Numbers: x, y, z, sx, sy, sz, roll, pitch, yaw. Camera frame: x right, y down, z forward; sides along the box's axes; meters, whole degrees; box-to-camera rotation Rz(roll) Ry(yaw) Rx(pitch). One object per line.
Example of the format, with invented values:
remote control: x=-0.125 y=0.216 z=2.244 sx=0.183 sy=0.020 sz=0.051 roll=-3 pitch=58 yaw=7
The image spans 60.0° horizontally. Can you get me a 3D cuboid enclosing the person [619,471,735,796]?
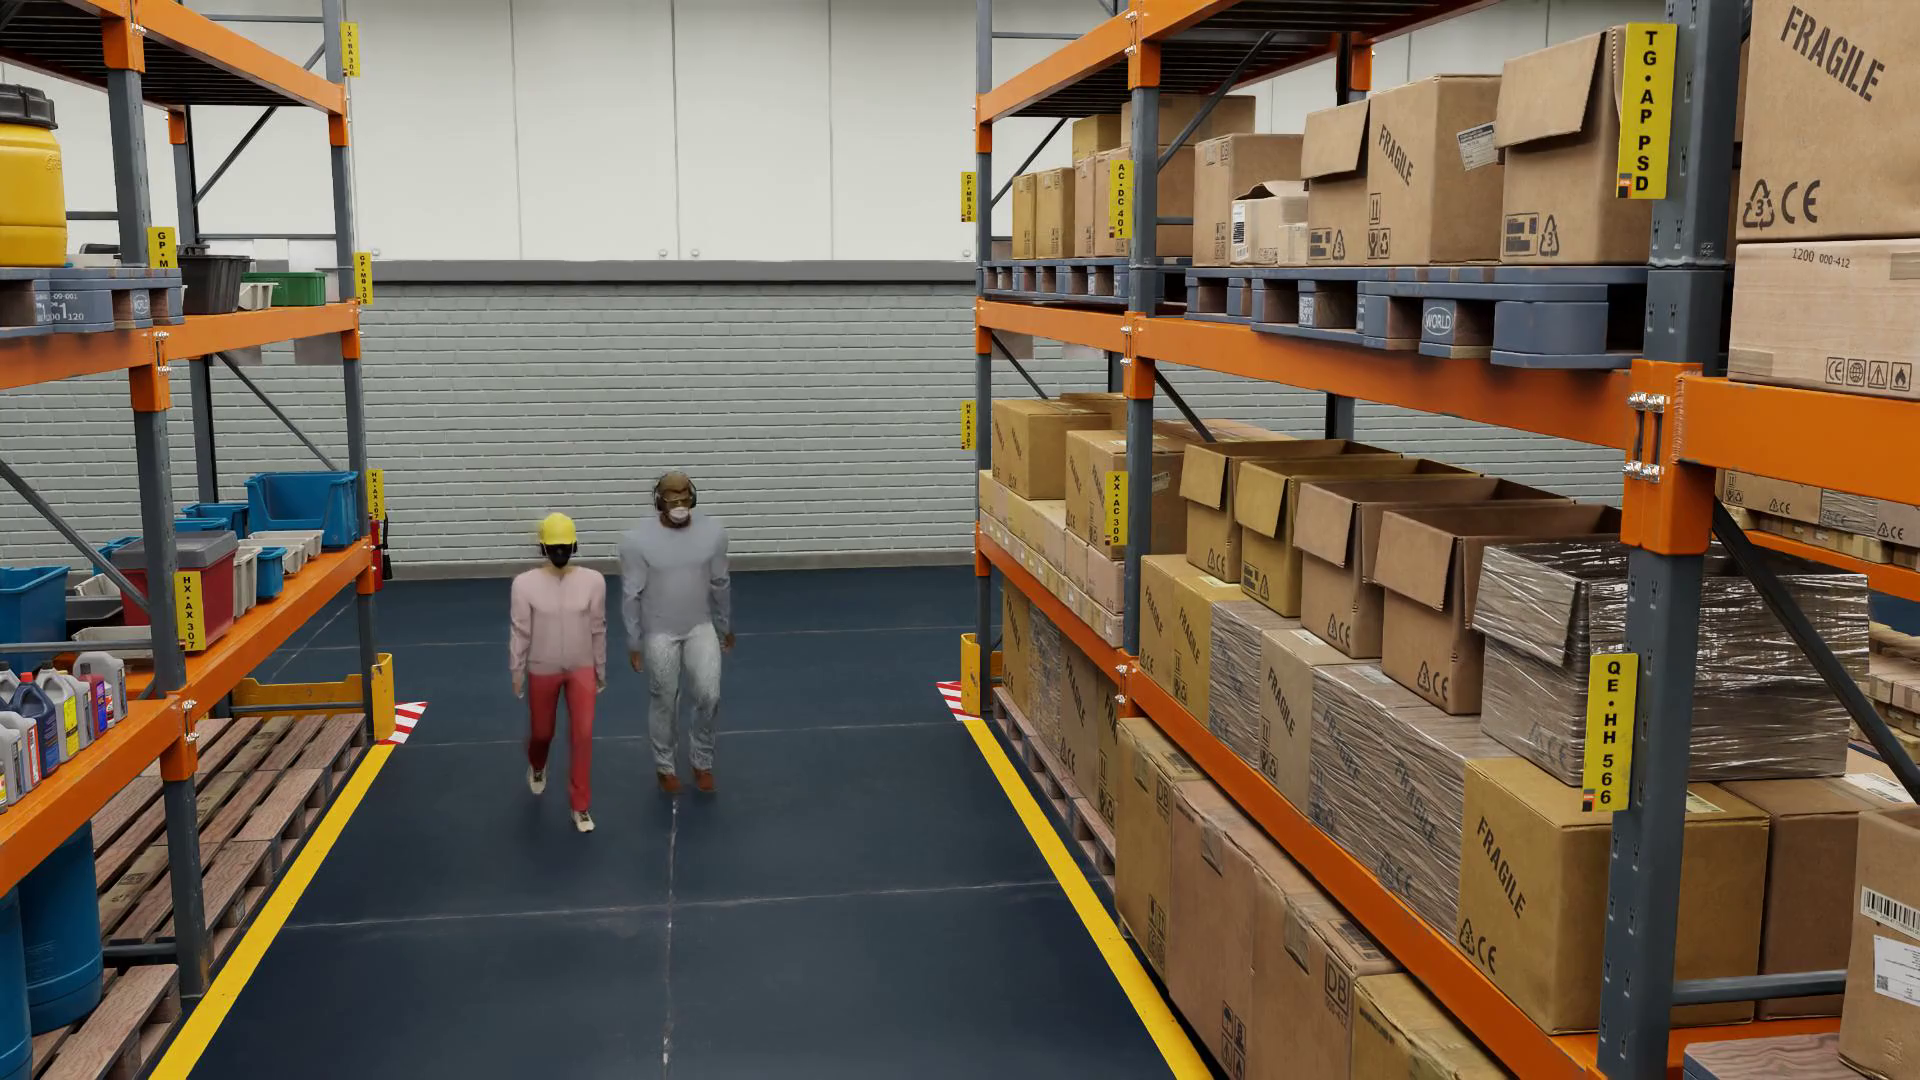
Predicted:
person: x=-1.598 y=0.546 z=9.525 sx=0.705 sy=1.910 sz=0.620 roll=-4 pitch=10 yaw=-25

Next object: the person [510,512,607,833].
person: x=-2.221 y=0.685 z=9.187 sx=0.532 sy=1.741 sz=0.739 roll=-4 pitch=10 yaw=-22
